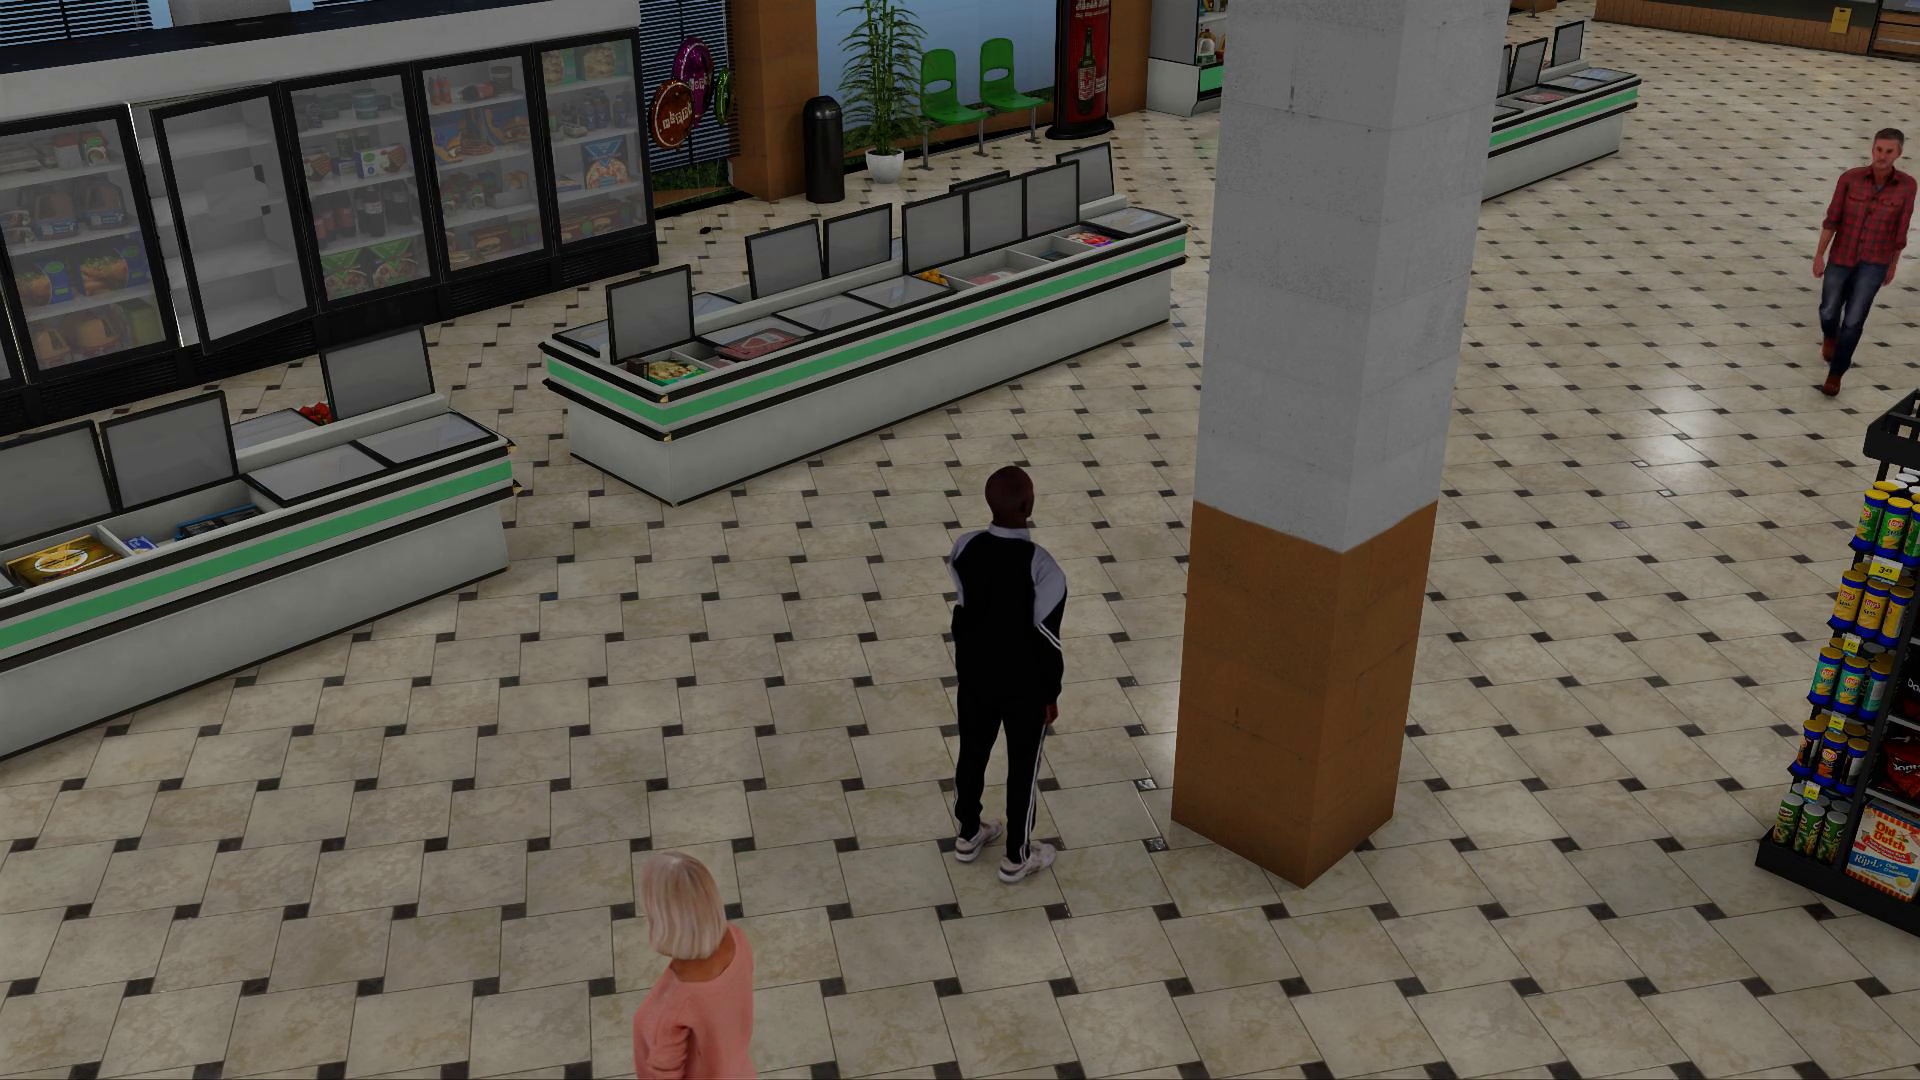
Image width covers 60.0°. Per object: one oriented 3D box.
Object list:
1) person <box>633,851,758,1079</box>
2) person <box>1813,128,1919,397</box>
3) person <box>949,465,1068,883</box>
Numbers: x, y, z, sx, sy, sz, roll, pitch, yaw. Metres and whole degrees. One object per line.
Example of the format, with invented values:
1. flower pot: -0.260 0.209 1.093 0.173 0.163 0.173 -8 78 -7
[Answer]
1. person: -0.706 1.600 4.667 0.722 1.725 0.596 9 28 18
2. person: 6.282 -1.971 11.627 0.868 1.798 1.221 16 31 29
3. person: 0.162 0.541 6.648 0.693 1.822 0.633 16 31 28
